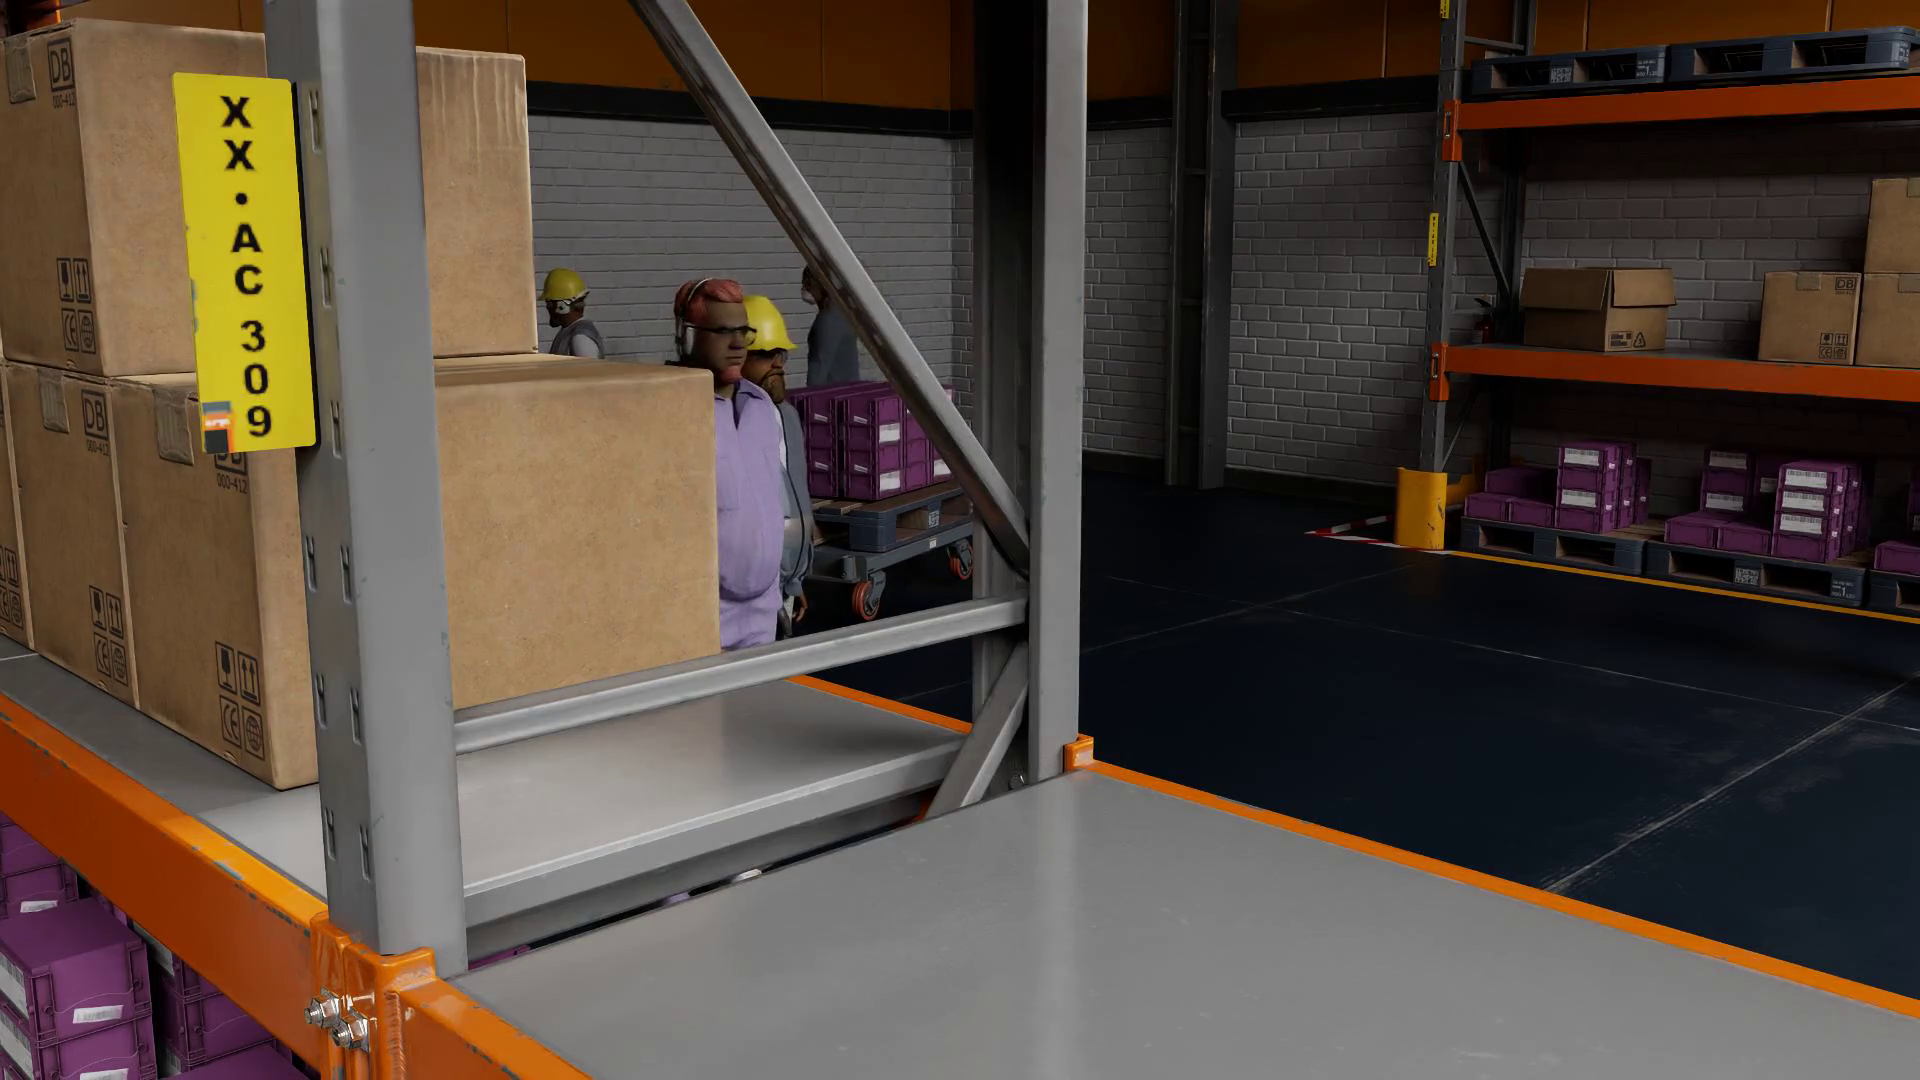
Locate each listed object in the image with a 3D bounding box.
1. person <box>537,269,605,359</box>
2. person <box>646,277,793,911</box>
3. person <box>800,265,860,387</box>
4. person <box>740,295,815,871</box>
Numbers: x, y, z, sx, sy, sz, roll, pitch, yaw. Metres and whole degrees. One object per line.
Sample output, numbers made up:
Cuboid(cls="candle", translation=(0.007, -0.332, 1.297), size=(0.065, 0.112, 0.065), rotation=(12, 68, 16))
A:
Cuboid(cls="person", translation=(-2.276, -0.677, 9.814), size=(0.403, 1.827, 0.596), rotation=(-4, 11, -20))
Cuboid(cls="person", translation=(-0.702, 0.204, 4.804), size=(0.402, 1.904, 0.652), rotation=(7, 12, 32))
Cuboid(cls="person", translation=(-0.744, -0.826, 10.504), size=(0.955, 1.900, 0.627), rotation=(-1, 10, -6))
Cuboid(cls="person", translation=(-0.672, 0.131, 5.393), size=(0.404, 1.834, 0.591), rotation=(5, 12, 26))
